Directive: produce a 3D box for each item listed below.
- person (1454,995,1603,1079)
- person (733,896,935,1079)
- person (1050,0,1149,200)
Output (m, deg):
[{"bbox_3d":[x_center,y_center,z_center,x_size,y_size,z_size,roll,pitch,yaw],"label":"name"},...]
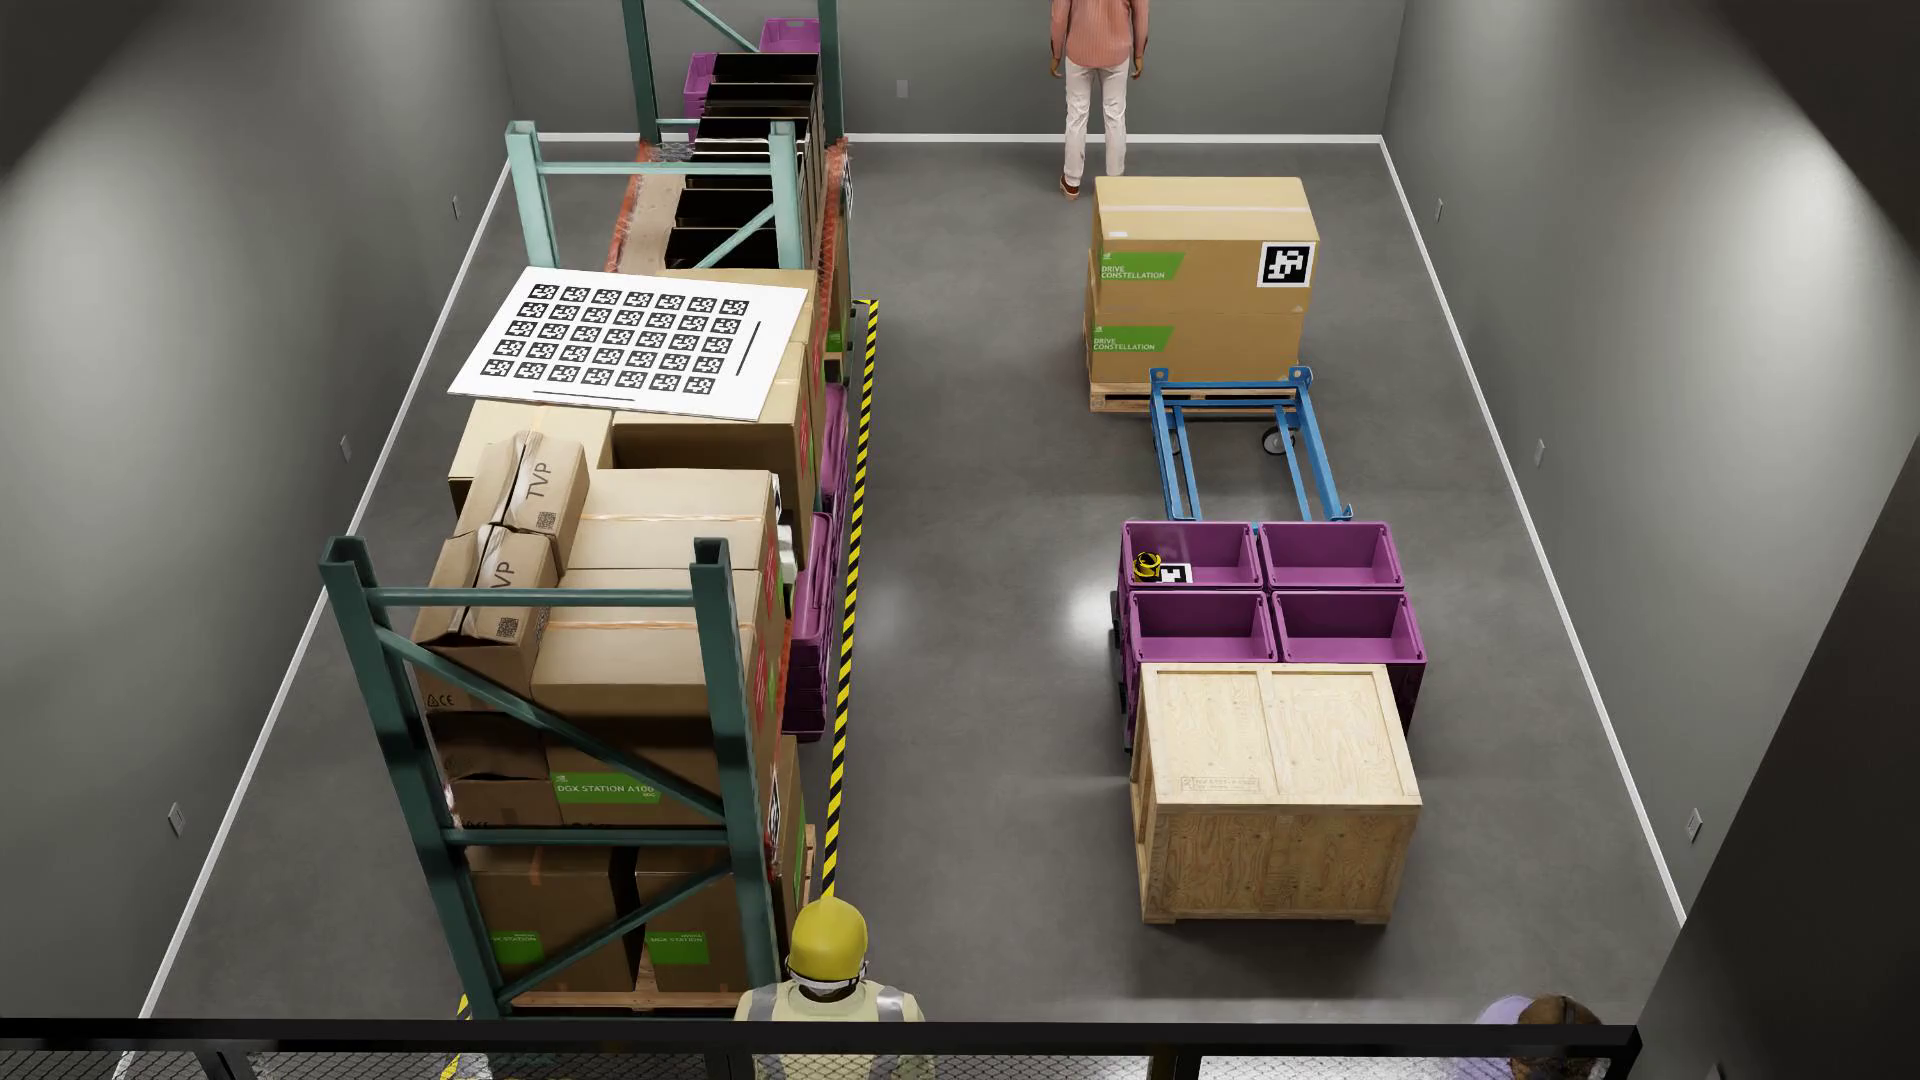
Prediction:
[{"bbox_3d":[1.557,1.935,4.909,0.402,1.935,0.654,11,42,12],"label":"person"},{"bbox_3d":[-0.377,1.738,5.210,0.600,1.830,0.403,0,41,0],"label":"person"},{"bbox_3d":[0.880,-3.133,10.648,0.623,1.986,0.397,0,41,0],"label":"person"}]
